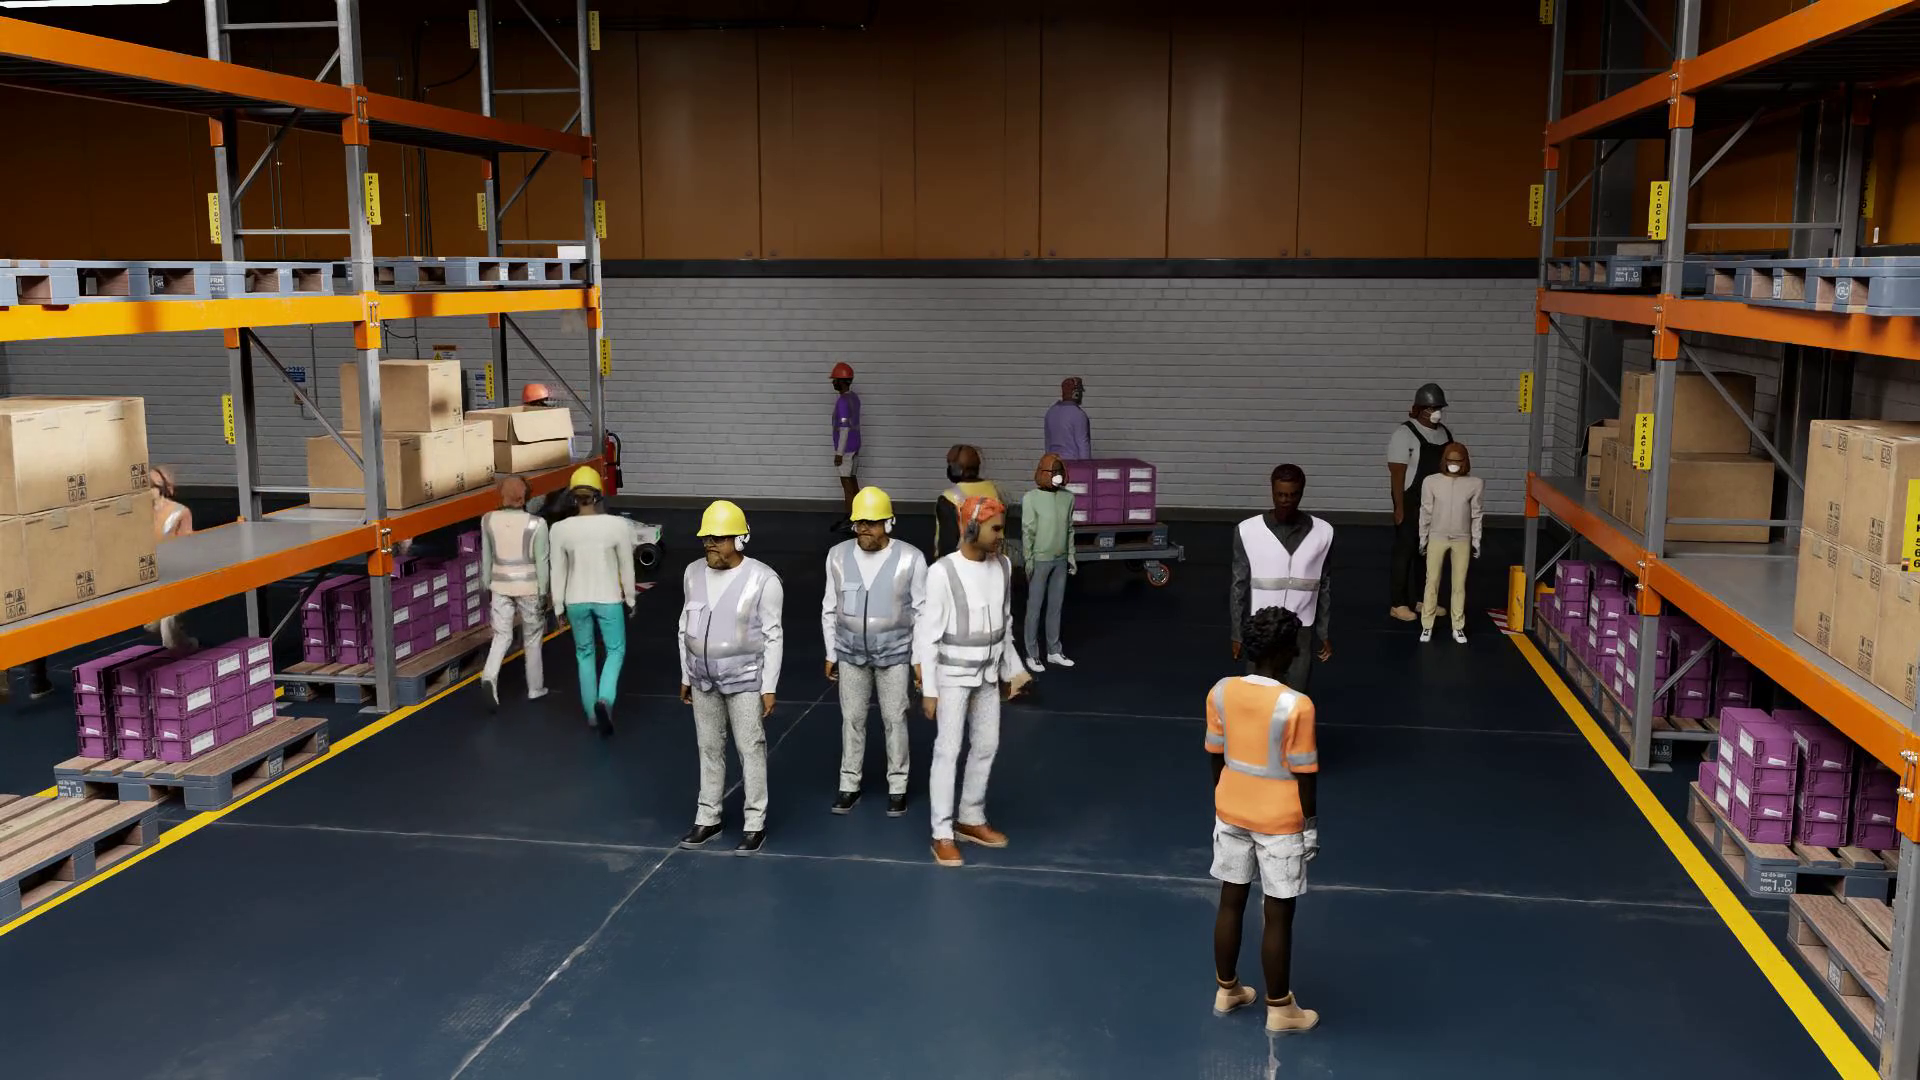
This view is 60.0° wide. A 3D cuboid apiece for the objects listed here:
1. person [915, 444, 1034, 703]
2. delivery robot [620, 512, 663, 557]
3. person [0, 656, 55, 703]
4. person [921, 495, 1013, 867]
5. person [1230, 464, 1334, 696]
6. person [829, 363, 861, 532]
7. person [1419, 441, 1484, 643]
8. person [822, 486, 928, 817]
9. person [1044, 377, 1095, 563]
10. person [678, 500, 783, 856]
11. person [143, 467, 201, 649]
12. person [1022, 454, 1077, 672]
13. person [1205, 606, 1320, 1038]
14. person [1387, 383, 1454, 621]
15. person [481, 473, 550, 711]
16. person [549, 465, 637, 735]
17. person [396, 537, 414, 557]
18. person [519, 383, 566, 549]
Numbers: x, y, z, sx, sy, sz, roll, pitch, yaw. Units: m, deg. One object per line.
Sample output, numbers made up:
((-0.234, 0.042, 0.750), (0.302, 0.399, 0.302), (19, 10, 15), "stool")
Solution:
((0.106, 0.238, 11.522), (0.880, 1.814, 0.635), (8, 12, 41), "person")
((-3.363, -0.035, 16.744), (0.707, 0.478, 0.477), (-1, 9, -3), "delivery robot")
((-6.476, 0.196, 11.415), (0.600, 1.930, 0.769), (-3, 10, -17), "person")
((0.040, 0.703, 8.447), (0.627, 1.875, 0.363), (-9, 13, -42), "person")
((1.827, 0.508, 9.494), (0.597, 1.915, 0.370), (-1, 9, -6), "person")
((-1.329, -1.063, 19.114), (0.362, 1.939, 0.542), (2, 9, 11), "person")
((3.942, 0.020, 13.377), (0.498, 1.633, 0.279), (2, 9, 10), "person")
((-0.469, 0.612, 9.111), (0.593, 1.832, 0.403), (2, 9, 11), "person")
((1.150, -0.722, 17.115), (0.408, 1.906, 0.654), (-6, 11, -33), "person")
((-1.197, 0.705, 8.539), (0.588, 1.834, 0.403), (4, 10, 22), "person")
((-5.645, 0.274, 11.872), (0.522, 1.621, 0.635), (2, 9, 12), "person")
((0.675, 0.163, 12.496), (0.497, 1.633, 0.285), (-7, 12, -38), "person")
((1.197, 1.097, 6.551), (0.321, 1.693, 0.530), (-8, 12, -40), "person")
((4.017, -0.332, 14.299), (0.682, 2.000, 0.536), (-6, 11, -31), "person")
((-3.053, 0.353, 11.360), (0.520, 1.617, 0.698), (2, 9, 9), "person")
((-2.360, 0.399, 10.668), (0.543, 1.747, 0.610), (-1, 9, -4), "person")
((-5.306, -0.521, 15.740), (0.511, 1.972, 0.693), (3, 10, 19), "person")
((-4.044, -0.573, 16.221), (0.468, 1.906, 0.555), (2, 9, 11), "person")
